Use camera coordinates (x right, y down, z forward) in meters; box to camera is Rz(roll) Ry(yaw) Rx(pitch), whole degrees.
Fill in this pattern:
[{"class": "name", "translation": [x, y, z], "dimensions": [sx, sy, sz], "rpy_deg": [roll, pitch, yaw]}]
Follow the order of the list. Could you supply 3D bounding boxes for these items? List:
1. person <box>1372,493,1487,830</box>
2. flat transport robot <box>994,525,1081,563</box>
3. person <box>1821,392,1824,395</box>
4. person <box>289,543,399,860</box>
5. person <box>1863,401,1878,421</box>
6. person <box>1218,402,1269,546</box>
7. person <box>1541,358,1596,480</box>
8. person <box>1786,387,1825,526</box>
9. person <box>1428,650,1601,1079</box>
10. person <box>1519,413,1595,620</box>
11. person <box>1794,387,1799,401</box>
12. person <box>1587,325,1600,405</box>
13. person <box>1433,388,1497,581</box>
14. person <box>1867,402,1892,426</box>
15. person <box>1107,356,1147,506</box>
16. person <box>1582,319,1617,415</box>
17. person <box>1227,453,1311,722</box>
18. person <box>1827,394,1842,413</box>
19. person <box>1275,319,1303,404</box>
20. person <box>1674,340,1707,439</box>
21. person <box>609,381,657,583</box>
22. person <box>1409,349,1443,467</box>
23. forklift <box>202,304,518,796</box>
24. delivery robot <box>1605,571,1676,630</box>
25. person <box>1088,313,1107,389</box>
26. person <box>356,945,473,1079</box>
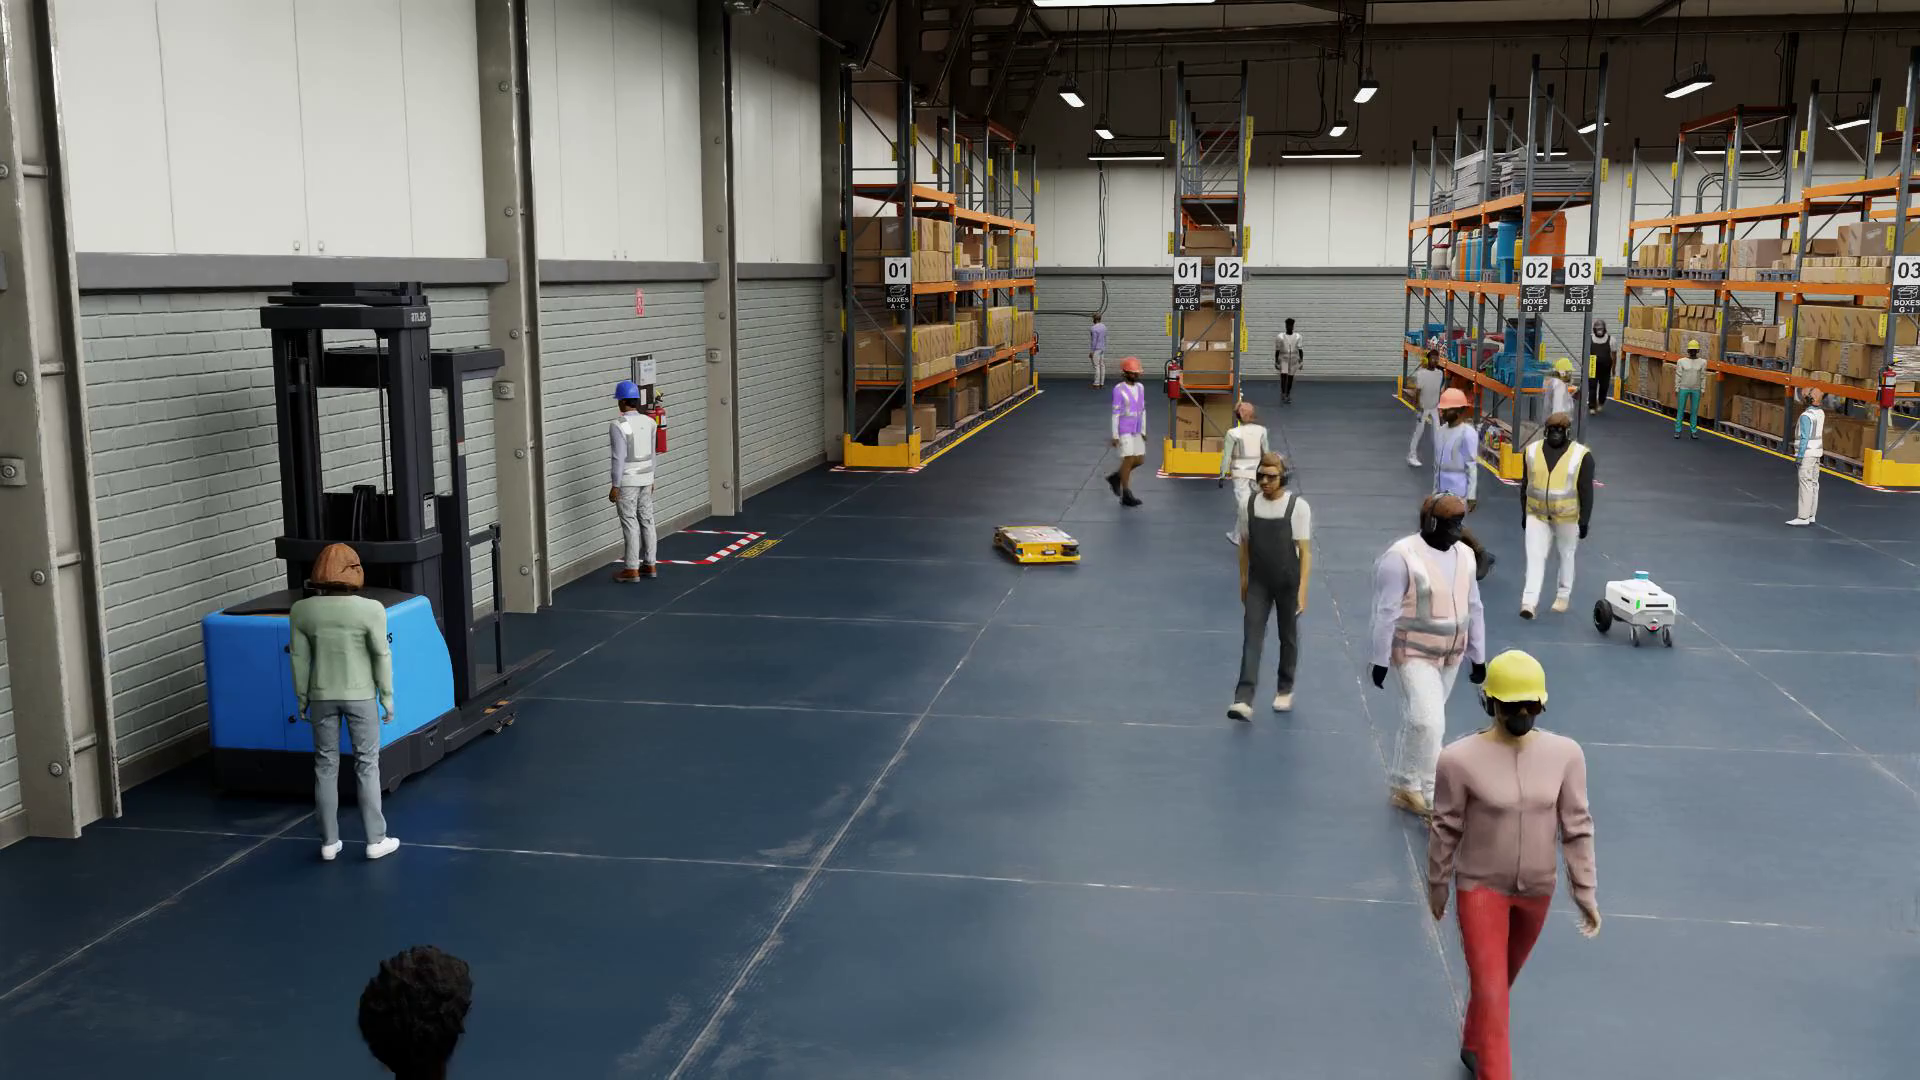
[{"class": "person", "translation": [2.628, 0.658, 8.998], "dimensions": [0.666, 1.809, 0.801], "rpy_deg": [-5, 11, -29]}, {"class": "flat transport robot", "translation": [0.808, 0.030, 17.753], "dimensions": [0.652, 0.197, 1.431], "rpy_deg": [-2, 9, -9]}, {"class": "person", "translation": [19.032, -3.744, 36.818], "dimensions": [0.502, 1.608, 0.804], "rpy_deg": [5, 11, 29]}, {"class": "person", "translation": [-3.153, 0.826, 8.525], "dimensions": [0.503, 1.631, 0.282], "rpy_deg": [0, 9, 0]}, {"class": "person", "translation": [17.378, -3.014, 31.508], "dimensions": [0.600, 1.859, 1.041], "rpy_deg": [3, 10, 20]}, {"class": "person", "translation": [2.995, -0.677, 17.840], "dimensions": [0.544, 1.599, 0.817], "rpy_deg": [-4, 10, -25]}, {"class": "person", "translation": [8.420, -1.649, 23.314], "dimensions": [0.953, 1.782, 0.614], "rpy_deg": [1, 9, 6]}, {"class": "person", "translation": [10.042, -0.988, 19.692], "dimensions": [0.514, 1.641, 0.308], "rpy_deg": [-9, 13, -44]}, {"class": "person", "translation": [1.928, 1.224, 5.817], "dimensions": [0.530, 1.717, 0.922], "rpy_deg": [-1, 9, -6]}, {"class": "person", "translation": [5.160, -0.210, 14.437], "dimensions": [0.640, 1.786, 1.018], "rpy_deg": [6, 11, 33]}, {"class": "person", "translation": [18.217, -3.772, 36.295], "dimensions": [0.602, 1.834, 0.975], "rpy_deg": [2, 9, 11]}, {"class": "person", "translation": [14.337, -3.996, 37.493], "dimensions": [0.584, 1.882, 0.337], "rpy_deg": [1, 9, 5]}, {"class": "person", "translation": [4.786, -0.506, 15.909], "dimensions": [0.883, 1.915, 0.559], "rpy_deg": [-3, 10, -15]}, {"class": "person", "translation": [16.447, -2.577, 29.695], "dimensions": [0.491, 1.576, 0.914], "rpy_deg": [1, 9, 7]}, {"class": "person", "translation": [2.139, -1.420, 21.491], "dimensions": [0.556, 1.919, 0.577], "rpy_deg": [-8, 12, -42]}, {"class": "person", "translation": [13.454, -3.658, 35.056], "dimensions": [0.689, 2.000, 0.770], "rpy_deg": [3, 10, 18]}, {"class": "person", "translation": [2.082, 0.317, 11.141], "dimensions": [0.539, 1.793, 0.947], "rpy_deg": [4, 10, 26]}, {"class": "person", "translation": [18.401, -3.600, 34.975], "dimensions": [0.607, 1.912, 0.820], "rpy_deg": [3, 10, 18]}, {"class": "person", "translation": [7.481, -4.045, 37.698], "dimensions": [0.616, 1.918, 0.966], "rpy_deg": [0, 9, -2]}, {"class": "person", "translation": [13.125, -2.704, 29.891], "dimensions": [0.523, 1.769, 0.310], "rpy_deg": [2, 10, 15]}, {"class": "person", "translation": [-3.194, -0.574, 16.189], "dimensions": [0.402, 1.945, 0.614], "rpy_deg": [5, 11, 29]}, {"class": "person", "translation": [7.158, -1.997, 25.383], "dimensions": [0.549, 1.814, 0.999], "rpy_deg": [-3, 10, -19]}, {"class": "forklift", "translation": [-3.673, -0.038, 10.147], "dimensions": [1.129, 2.768, 1.873], "rpy_deg": [1, 9, 9]}, {"class": "delivery robot", "translation": [5.598, 0.500, 13.691], "dimensions": [0.477, 0.478, 0.707], "rpy_deg": [0, 9, 1]}, {"class": "person", "translation": [3.502, -4.828, 42.457], "dimensions": [0.373, 1.940, 0.627], "rpy_deg": [6, 11, 34]}, {"class": "person", "translation": [-1.047, 1.639, 3.322], "dimensions": [0.550, 1.683, 0.424], "rpy_deg": [-2, 9, -10]}]
